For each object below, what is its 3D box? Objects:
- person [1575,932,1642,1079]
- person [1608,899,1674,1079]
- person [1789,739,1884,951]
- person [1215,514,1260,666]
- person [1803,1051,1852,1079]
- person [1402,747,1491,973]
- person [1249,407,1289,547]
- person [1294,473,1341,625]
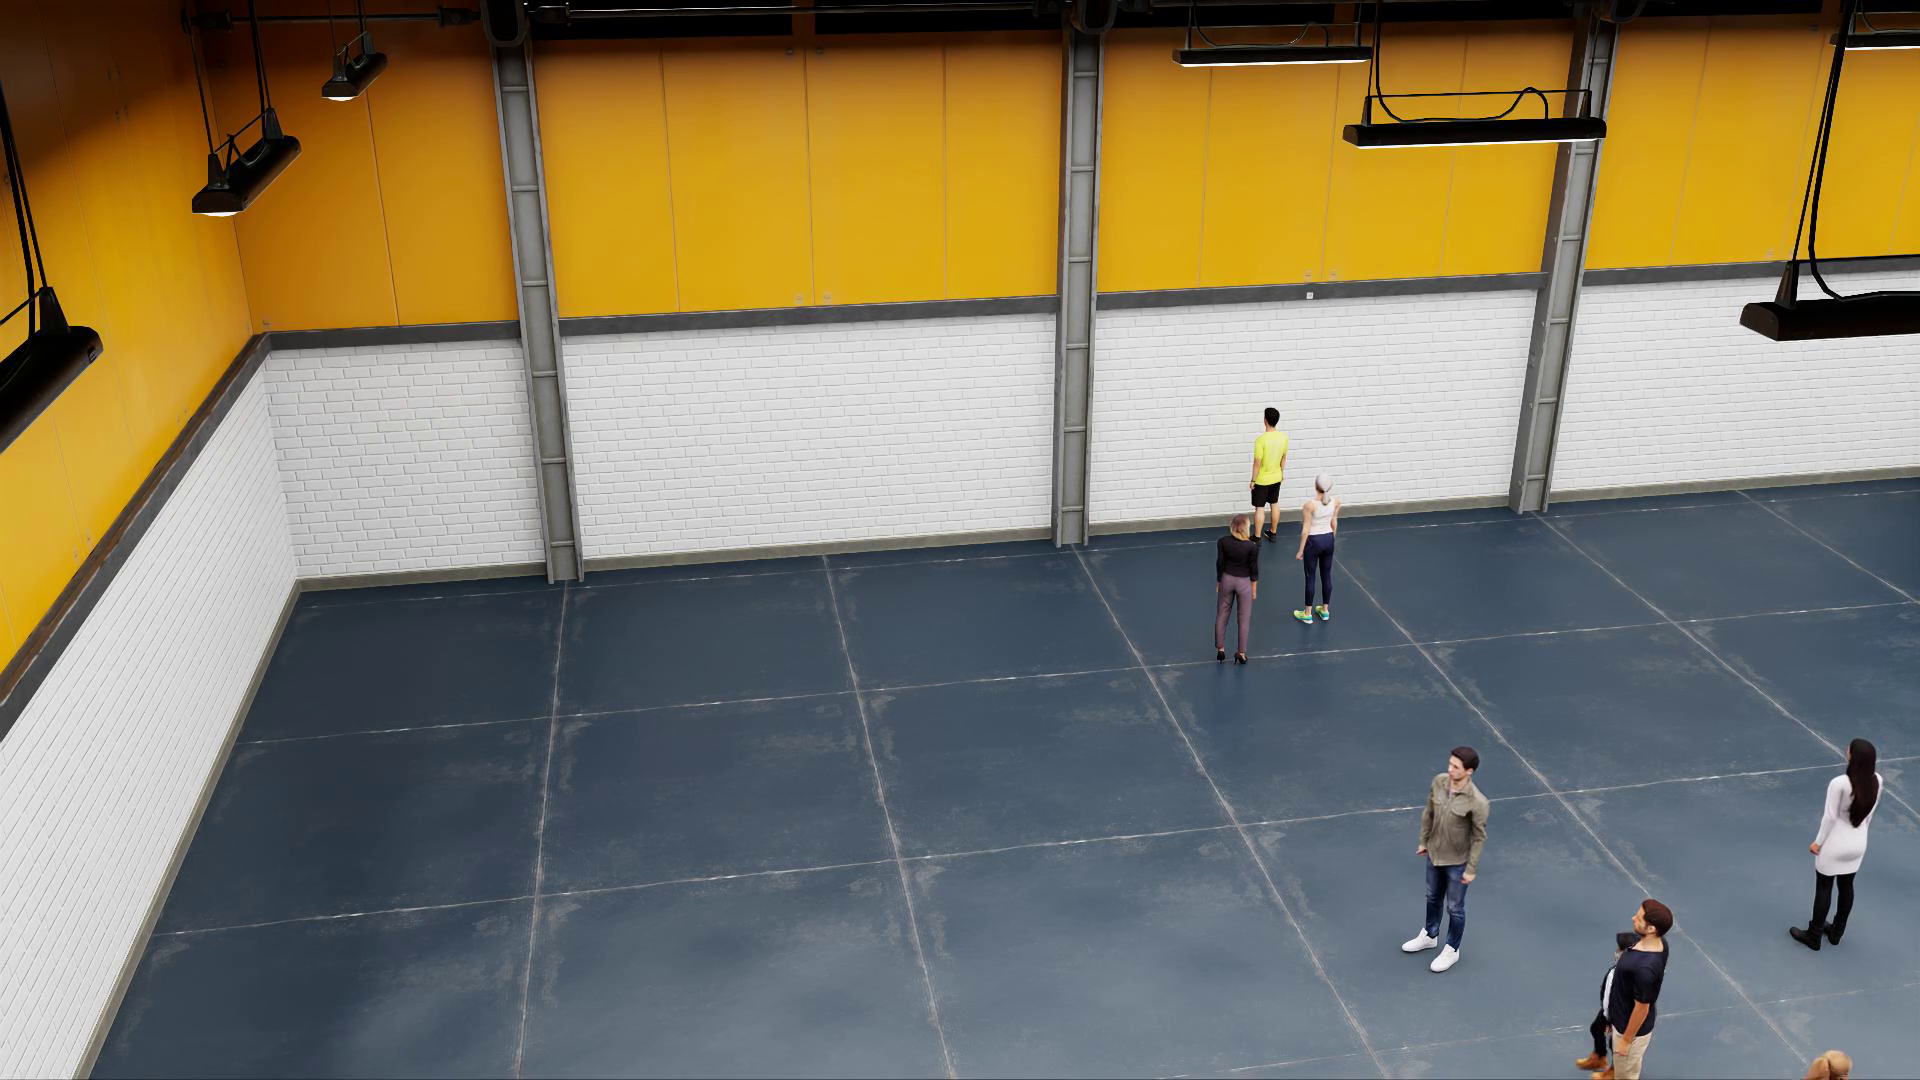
[{"bbox_3d":[4.574,3.225,11.408,0.605,1.217,0.570,3,24,6],"label":"person"},{"bbox_3d":[4.380,3.134,10.815,0.729,1.859,0.718,11,26,23],"label":"person"},{"bbox_3d":[6.745,2.328,12.723,0.469,1.807,0.670,-5,24,-12],"label":"person"},{"bbox_3d":[2.825,0.507,17.058,0.639,1.672,0.736,10,26,22],"label":"person"},{"bbox_3d":[5.203,3.690,10.275,0.556,1.273,0.505,-4,24,-9],"label":"person"},{"bbox_3d":[3.712,2.377,12.541,0.720,1.864,0.779,-14,27,-29],"label":"person"},{"bbox_3d":[3.691,-0.771,19.936,0.564,1.709,0.742,-11,26,-24],"label":"person"},{"bbox_3d":[3.886,0.079,17.999,0.524,1.702,0.694,-8,25,-18],"label":"person"}]
